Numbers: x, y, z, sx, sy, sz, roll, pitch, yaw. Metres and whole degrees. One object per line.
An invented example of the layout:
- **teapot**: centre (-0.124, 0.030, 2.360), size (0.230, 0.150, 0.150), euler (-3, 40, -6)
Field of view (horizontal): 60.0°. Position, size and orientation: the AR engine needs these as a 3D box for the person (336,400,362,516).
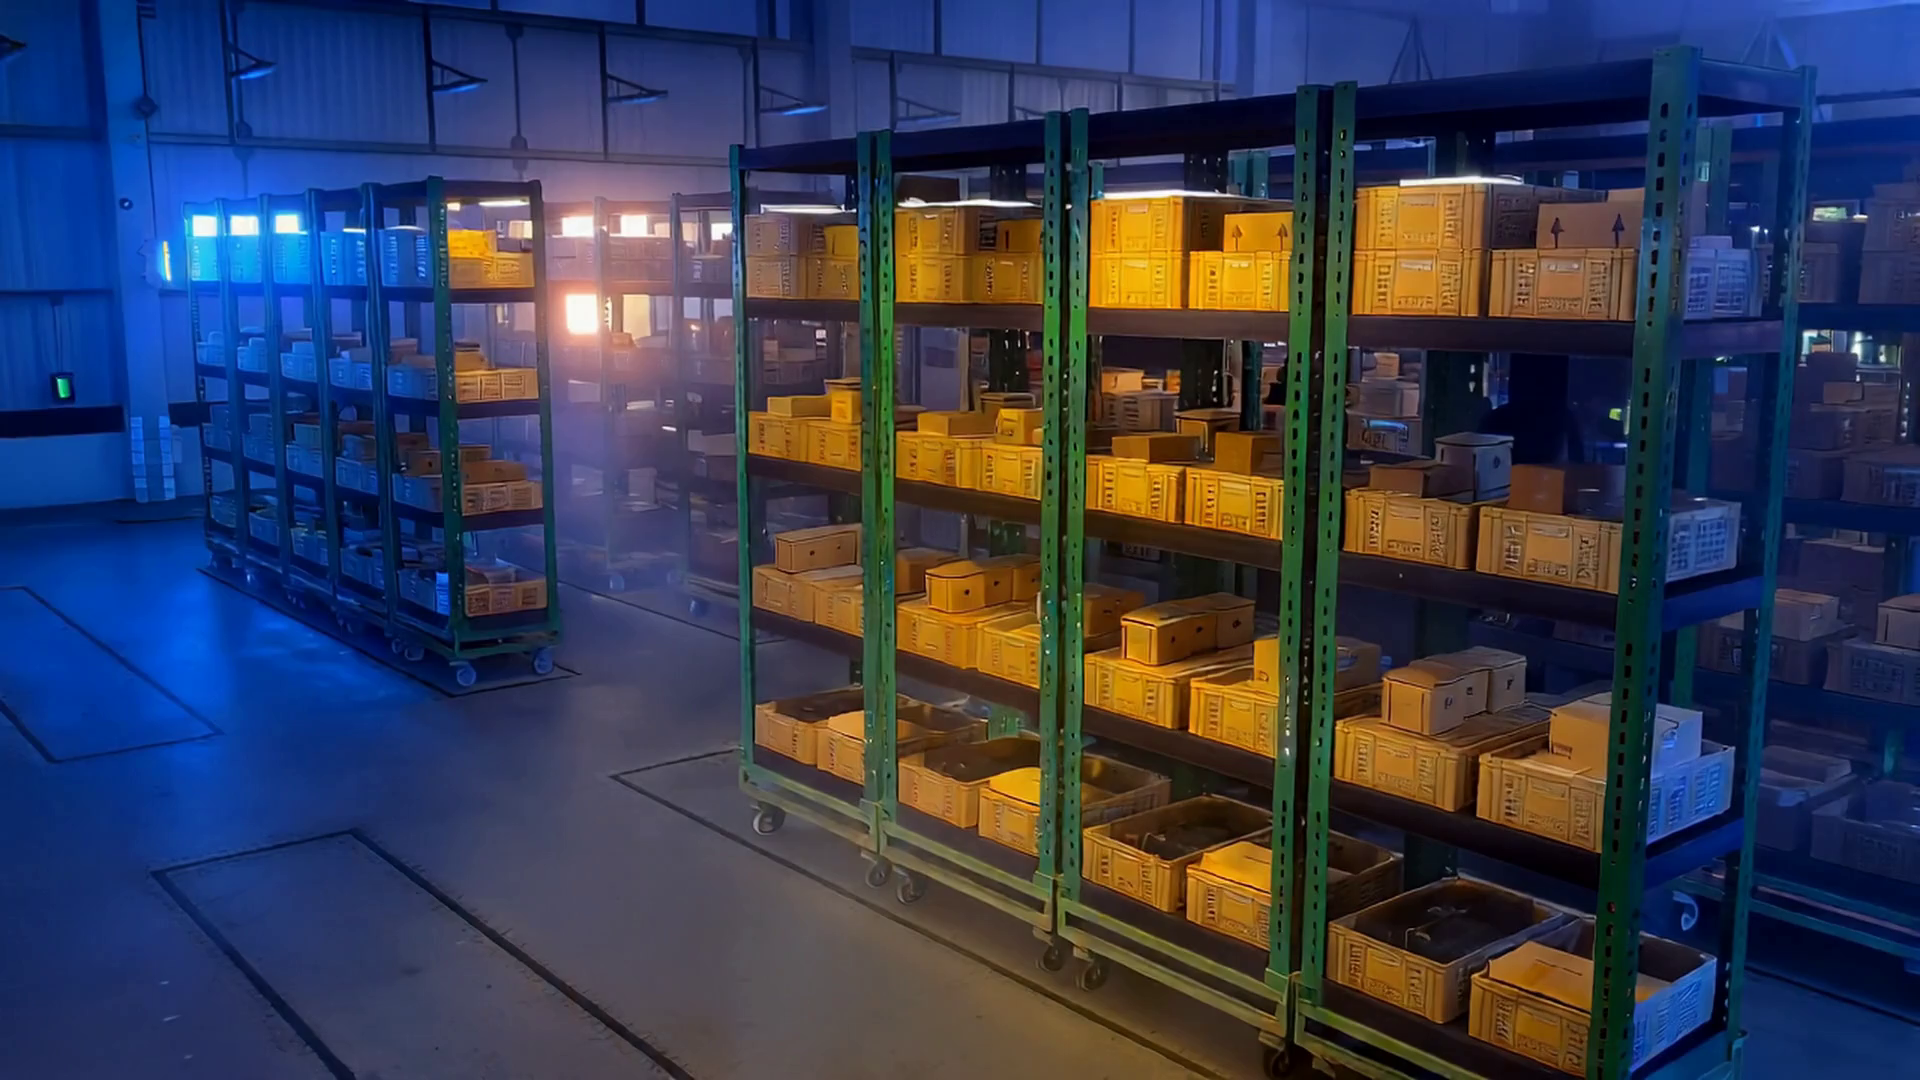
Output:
- **person**: centre (-6.162, -0.684, 16.841), size (0.394, 1.837, 0.564), euler (-2, 10, -14)
